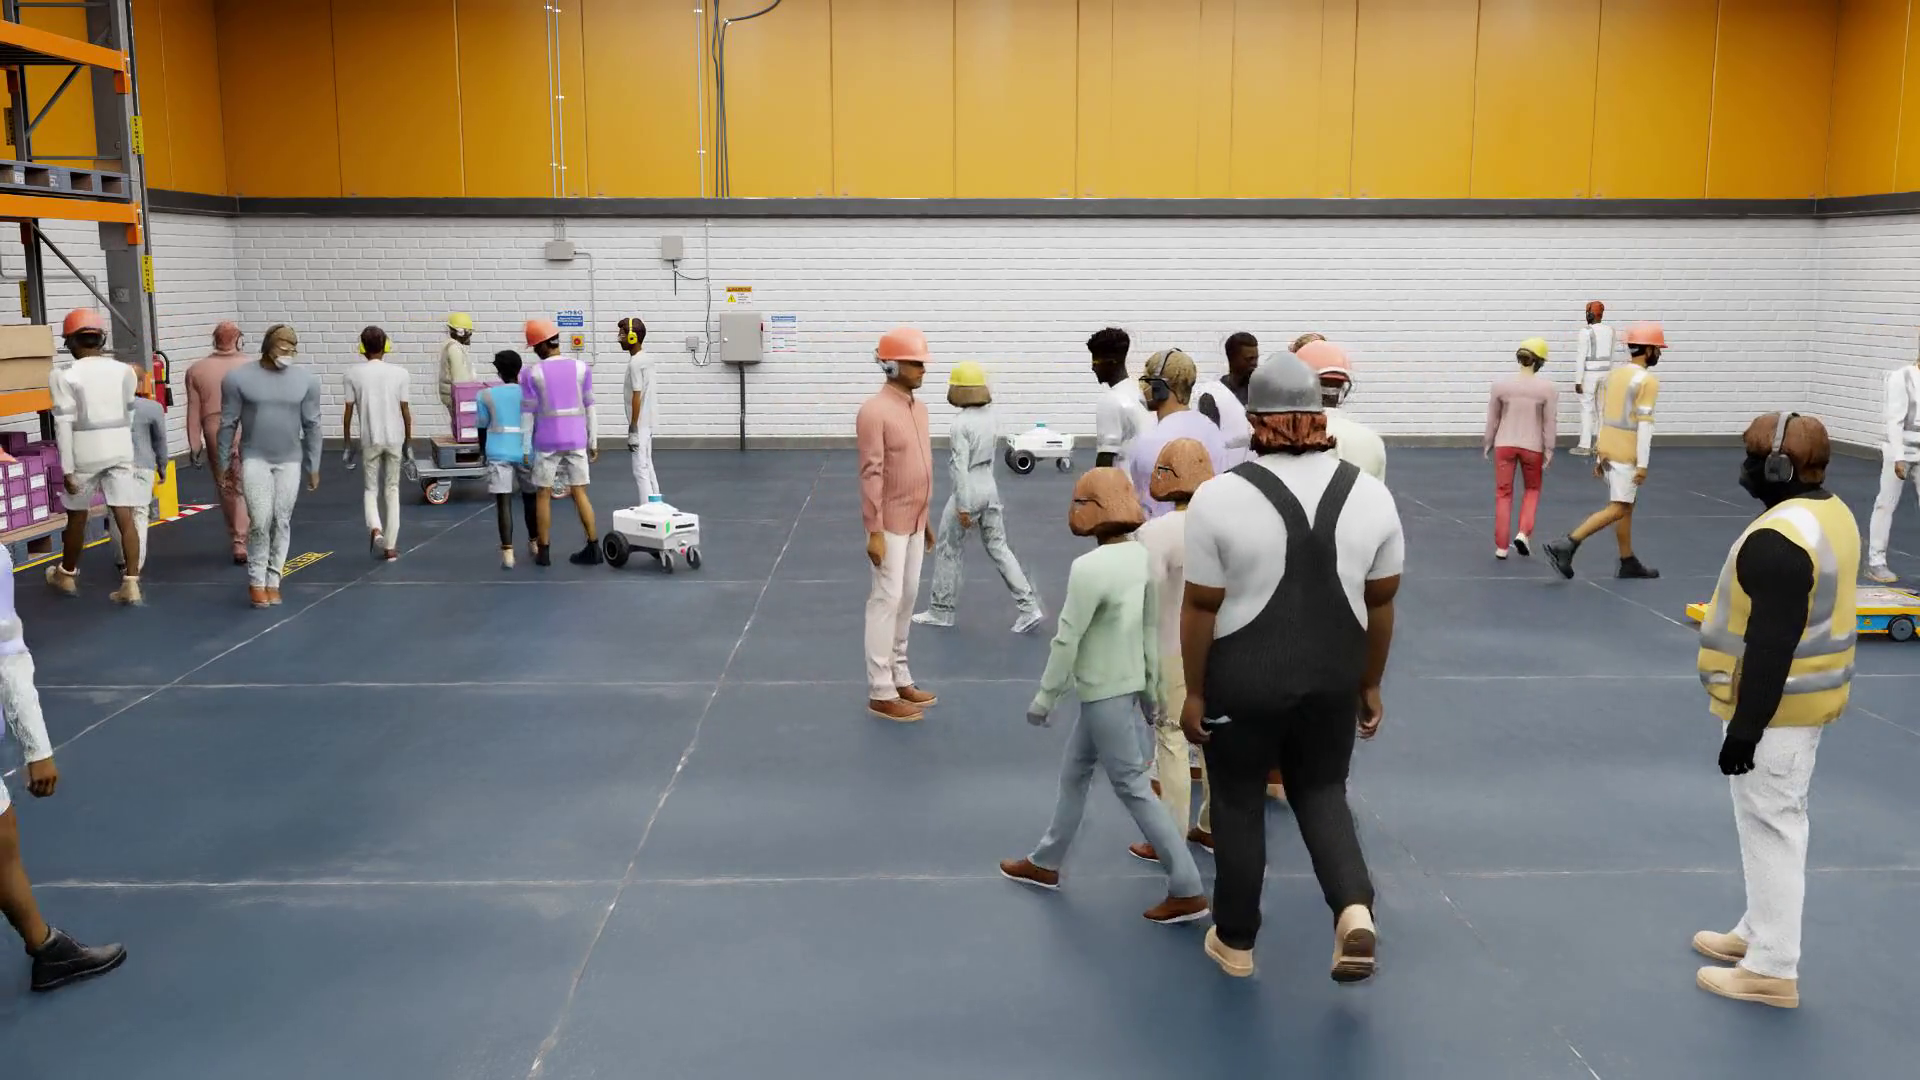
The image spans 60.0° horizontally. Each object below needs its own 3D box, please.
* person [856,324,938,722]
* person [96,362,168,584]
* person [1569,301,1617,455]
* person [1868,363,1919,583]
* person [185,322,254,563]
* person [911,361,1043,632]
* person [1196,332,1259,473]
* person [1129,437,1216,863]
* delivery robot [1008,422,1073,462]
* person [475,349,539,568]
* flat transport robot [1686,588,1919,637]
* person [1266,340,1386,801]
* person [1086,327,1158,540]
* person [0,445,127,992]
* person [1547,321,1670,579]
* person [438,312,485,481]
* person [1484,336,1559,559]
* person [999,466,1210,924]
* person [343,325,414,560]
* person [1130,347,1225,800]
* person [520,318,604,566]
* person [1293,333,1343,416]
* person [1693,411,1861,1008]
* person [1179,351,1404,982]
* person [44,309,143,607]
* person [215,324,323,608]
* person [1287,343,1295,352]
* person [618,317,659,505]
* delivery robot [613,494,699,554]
[{"bbox_3d":[-0.300,-0.093,8.432,0.395,1.991,0.618,4,10,23],"label":"person"},{"bbox_3d":[-6.059,-0.499,12.140,0.518,1.582,0.842,-5,10,-27],"label":"person"},{"bbox_3d":[7.727,-1.967,20.277,0.577,1.879,0.341,-4,10,-22],"label":"person"},{"bbox_3d":[6.796,-0.564,11.733,0.605,1.846,0.887,-1,9,-7],"label":"person"},{"bbox_3d":[-5.667,-0.774,13.049,0.672,1.853,1.015,-2,9,-9],"label":"person"},{"bbox_3d":[0.121,-0.270,10.393,0.870,1.703,0.485,7,12,38],"label":"person"},{"bbox_3d":[1.741,-0.339,10.294,0.616,1.870,0.968,-7,12,-38],"label":"person"},{"bbox_3d":[0.849,0.425,6.348,0.499,1.634,0.280,-7,11,-36],"label":"person"},{"bbox_3d":[0.902,-1.074,18.555,0.707,0.478,0.477,-1,9,-7],"label":"delivery robot"},{"bbox_3d":[-3.456,-0.639,12.819,0.527,1.640,0.840,-3,10,-17],"label":"person"},{"bbox_3d":[5.395,0.445,10.393,1.431,0.197,0.652,0,9,-1],"label":"flat transport robot"},{"bbox_3d":[1.485,0.149,7.014,0.660,1.963,0.673,-3,10,-20],"label":"person"},{"bbox_3d":[0.921,-0.298,9.912,0.887,1.913,0.640,5,11,29],"label":"person"},{"bbox_3d":[-2.963,0.551,4.833,0.562,1.890,1.000,5,11,29],"label":"person"},{"bbox_3d":[4.690,-0.624,11.987,0.882,1.904,0.560,-2,9,-10],"label":"person"},{"bbox_3d":[-5.348,-1.496,17.592,0.539,1.809,0.606,-3,10,-18],"label":"person"},{"bbox_3d":[4.366,-0.711,12.984,0.551,1.744,0.377,4,10,25],"label":"person"},{"bbox_3d":[0.525,0.533,5.842,0.869,1.585,0.494,5,10,28],"label":"person"},{"bbox_3d":[-4.495,-0.735,12.857,0.520,1.842,0.543,-3,10,-20],"label":"person"},{"bbox_3d":[0.895,0.152,7.089,0.370,1.941,0.627,6,11,32],"label":"person"},{"bbox_3d":[-3.067,-0.737,12.704,0.572,1.898,0.440,-5,10,-28],"label":"person"},{"bbox_3d":[2.265,-0.442,11.015,0.565,1.847,0.396,8,12,41],"label":"person"},{"bbox_3d":[2.520,0.516,5.174,0.429,1.841,0.634,8,12,39],"label":"person"},{"bbox_3d":[1.006,0.411,5.191,0.685,2.000,0.675,-2,9,-11],"label":"person"},{"bbox_3d":[-5.907,-0.562,11.310,1.016,1.984,0.606,7,12,37],"label":"person"},{"bbox_3d":[-4.598,-0.487,11.128,0.697,1.896,0.578,-6,11,-31],"label":"person"},{"bbox_3d":[2.917,-0.912,14.575,0.552,1.616,0.534,6,11,31],"label":"person"},{"bbox_3d":[-2.718,-0.945,14.072,0.315,1.857,0.510,0,9,0],"label":"person"},{"bbox_3d":[-2.305,-0.108,12.615,0.707,0.478,0.477,9,13,41],"label":"delivery robot"}]
